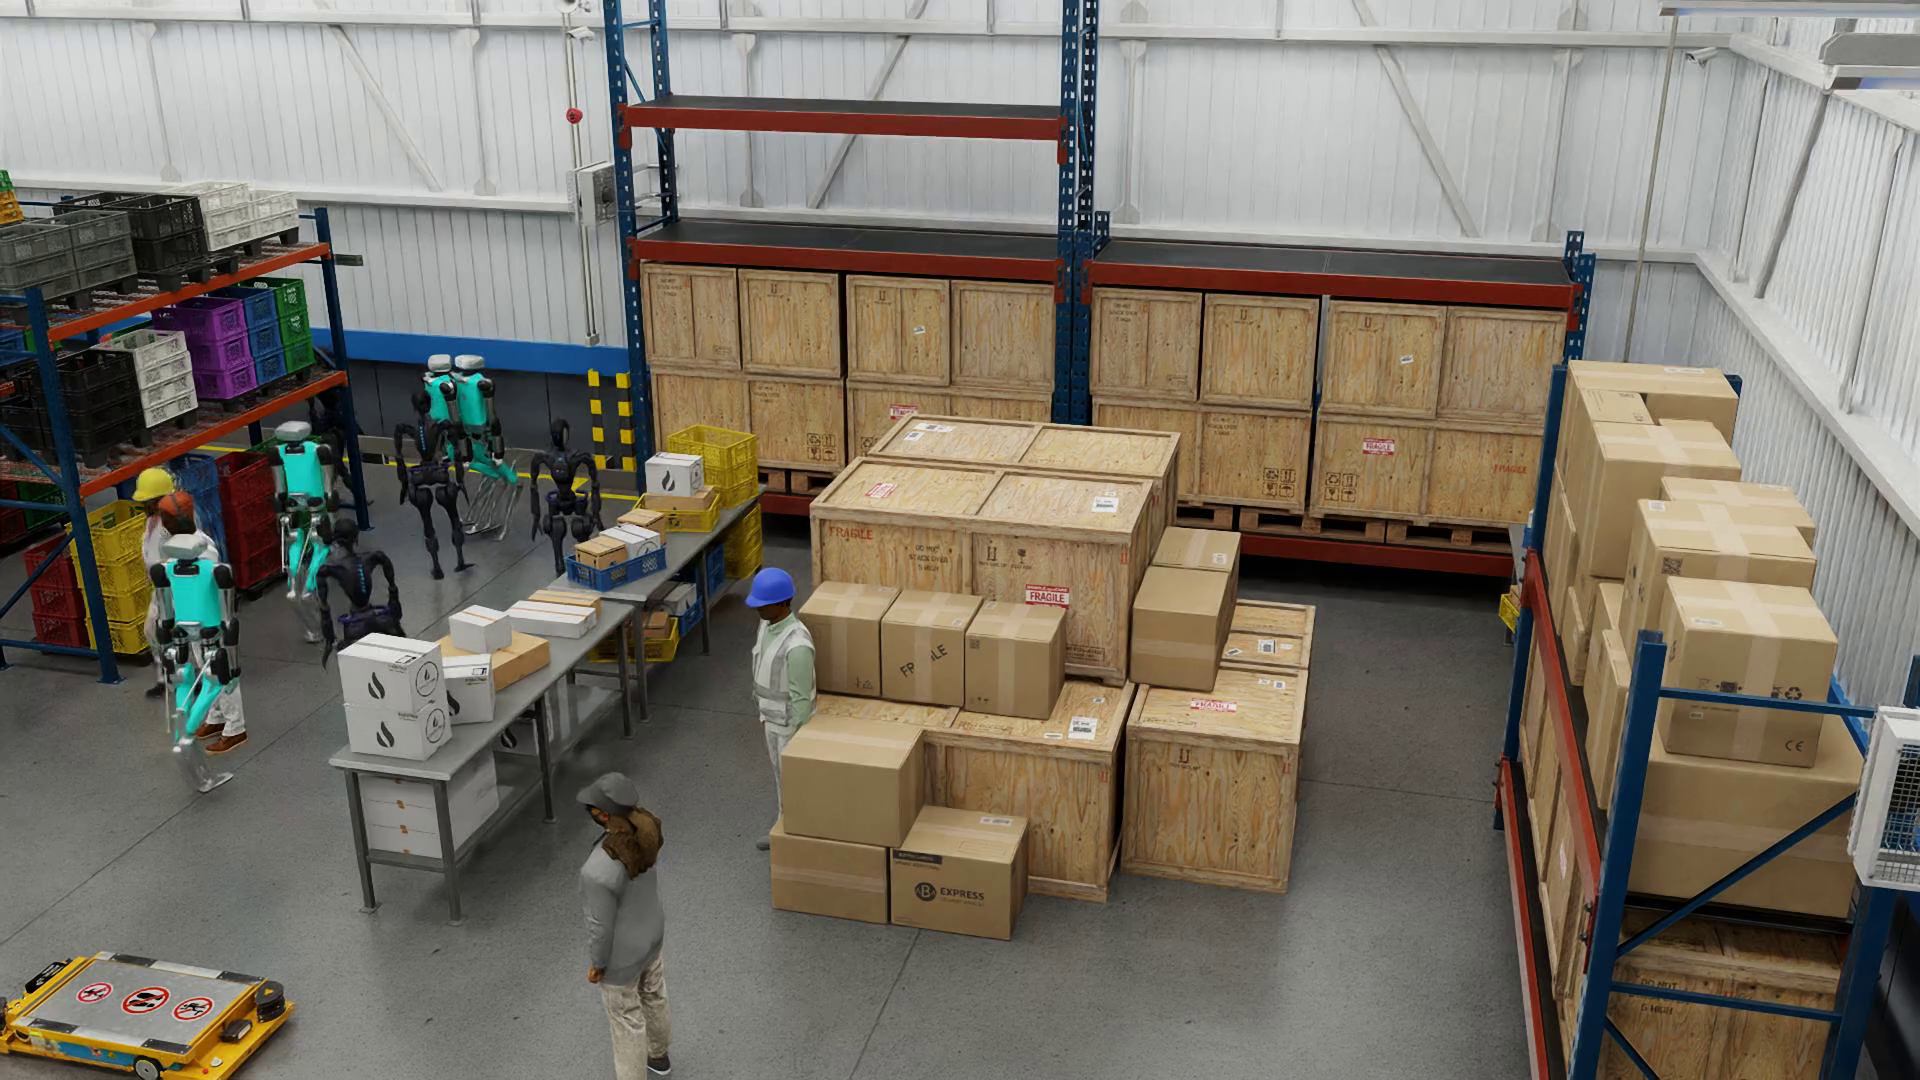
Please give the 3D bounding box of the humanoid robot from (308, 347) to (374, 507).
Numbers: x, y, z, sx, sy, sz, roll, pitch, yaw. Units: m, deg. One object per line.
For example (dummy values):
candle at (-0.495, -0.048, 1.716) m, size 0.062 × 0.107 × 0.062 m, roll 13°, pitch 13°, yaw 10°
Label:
humanoid robot at (-5.963, -1.074, 15.948) m, size 0.797 × 1.617 × 0.618 m, roll 8°, pitch 22°, yaw 20°

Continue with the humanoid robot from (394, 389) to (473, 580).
humanoid robot at (-4.561, -0.482, 14.351) m, size 0.589 × 1.643 × 0.395 m, roll -4°, pitch 21°, yaw -10°

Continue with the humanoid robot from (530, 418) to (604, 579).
humanoid robot at (-3.227, -0.231, 13.695) m, size 0.608 × 1.634 × 0.643 m, roll -2°, pitch 21°, yaw -4°

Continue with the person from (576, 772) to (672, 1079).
person at (-1.586, 1.906, 7.957) m, size 0.396 × 1.769 × 0.564 m, roll 6°, pitch 22°, yaw 16°

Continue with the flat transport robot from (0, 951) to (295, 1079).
flat transport robot at (-4.270, 2.464, 8.601) m, size 1.431 × 0.231 × 0.659 m, roll 5°, pitch 22°, yaw 13°

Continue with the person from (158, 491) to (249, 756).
person at (-5.169, 0.552, 11.335) m, size 0.354 × 1.887 × 0.572 m, roll -18°, pitch 27°, yaw -38°

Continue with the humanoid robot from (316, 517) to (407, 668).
humanoid robot at (-4.070, 0.648, 11.381) m, size 0.591 × 1.636 × 0.413 m, roll -17°, pitch 27°, yaw -38°

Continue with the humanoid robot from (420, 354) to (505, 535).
humanoid robot at (-4.450, -0.896, 15.152) m, size 0.735 × 1.673 × 0.533 m, roll -17°, pitch 27°, yaw -37°

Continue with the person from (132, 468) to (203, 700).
person at (-5.713, 0.342, 12.003) m, size 0.601 × 1.797 × 0.674 m, roll 17°, pitch 27°, yaw 37°

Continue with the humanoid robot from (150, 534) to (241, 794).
humanoid robot at (-4.933, 0.931, 10.638) m, size 0.530 × 1.828 × 0.818 m, roll 1°, pitch 21°, yaw 3°

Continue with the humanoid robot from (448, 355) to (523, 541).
humanoid robot at (-4.271, -0.884, 15.260) m, size 0.540 × 1.758 × 0.676 m, roll 11°, pitch 24°, yaw 27°

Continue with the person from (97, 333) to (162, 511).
person at (-7.402, -0.903, 14.955) m, size 0.632 × 2.022 × 0.764 m, roll 8°, pitch 22°, yaw 21°

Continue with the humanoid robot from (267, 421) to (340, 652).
humanoid robot at (-5.146, 0.021, 12.948) m, size 0.588 × 1.786 × 0.807 m, roll 3°, pitch 21°, yaw 7°

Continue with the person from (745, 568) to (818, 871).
person at (-1.053, 1.059, 9.943) m, size 0.410 × 1.939 × 0.603 m, roll -9°, pitch 23°, yaw -23°
